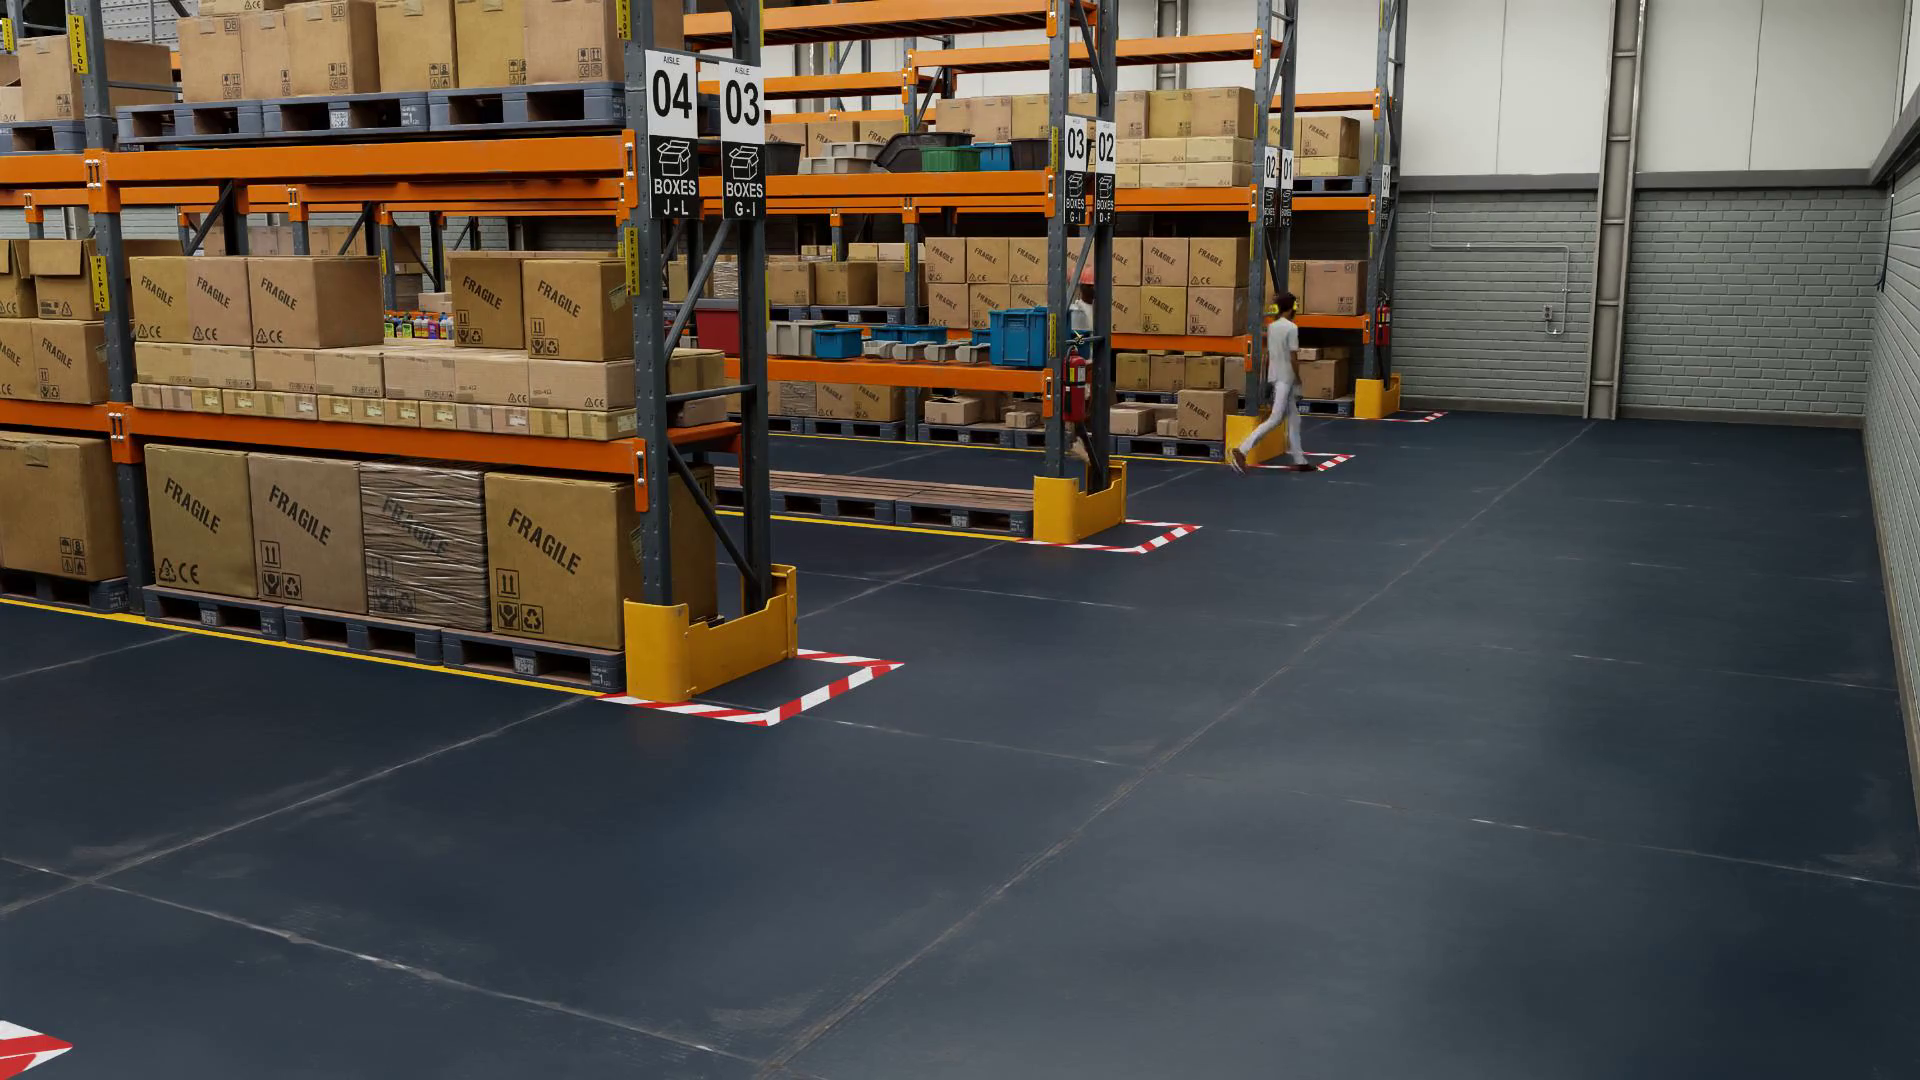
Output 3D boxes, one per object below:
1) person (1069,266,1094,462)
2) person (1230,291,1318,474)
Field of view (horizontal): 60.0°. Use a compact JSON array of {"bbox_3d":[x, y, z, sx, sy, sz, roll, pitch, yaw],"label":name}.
[{"bbox_3d":[1.359,-1.789,17.122,0.524,2.029,0.635,5,12,28],"label":"person"},{"bbox_3d":[3.123,-1.550,16.476,0.915,1.805,0.579,-3,11,-14],"label":"person"}]
